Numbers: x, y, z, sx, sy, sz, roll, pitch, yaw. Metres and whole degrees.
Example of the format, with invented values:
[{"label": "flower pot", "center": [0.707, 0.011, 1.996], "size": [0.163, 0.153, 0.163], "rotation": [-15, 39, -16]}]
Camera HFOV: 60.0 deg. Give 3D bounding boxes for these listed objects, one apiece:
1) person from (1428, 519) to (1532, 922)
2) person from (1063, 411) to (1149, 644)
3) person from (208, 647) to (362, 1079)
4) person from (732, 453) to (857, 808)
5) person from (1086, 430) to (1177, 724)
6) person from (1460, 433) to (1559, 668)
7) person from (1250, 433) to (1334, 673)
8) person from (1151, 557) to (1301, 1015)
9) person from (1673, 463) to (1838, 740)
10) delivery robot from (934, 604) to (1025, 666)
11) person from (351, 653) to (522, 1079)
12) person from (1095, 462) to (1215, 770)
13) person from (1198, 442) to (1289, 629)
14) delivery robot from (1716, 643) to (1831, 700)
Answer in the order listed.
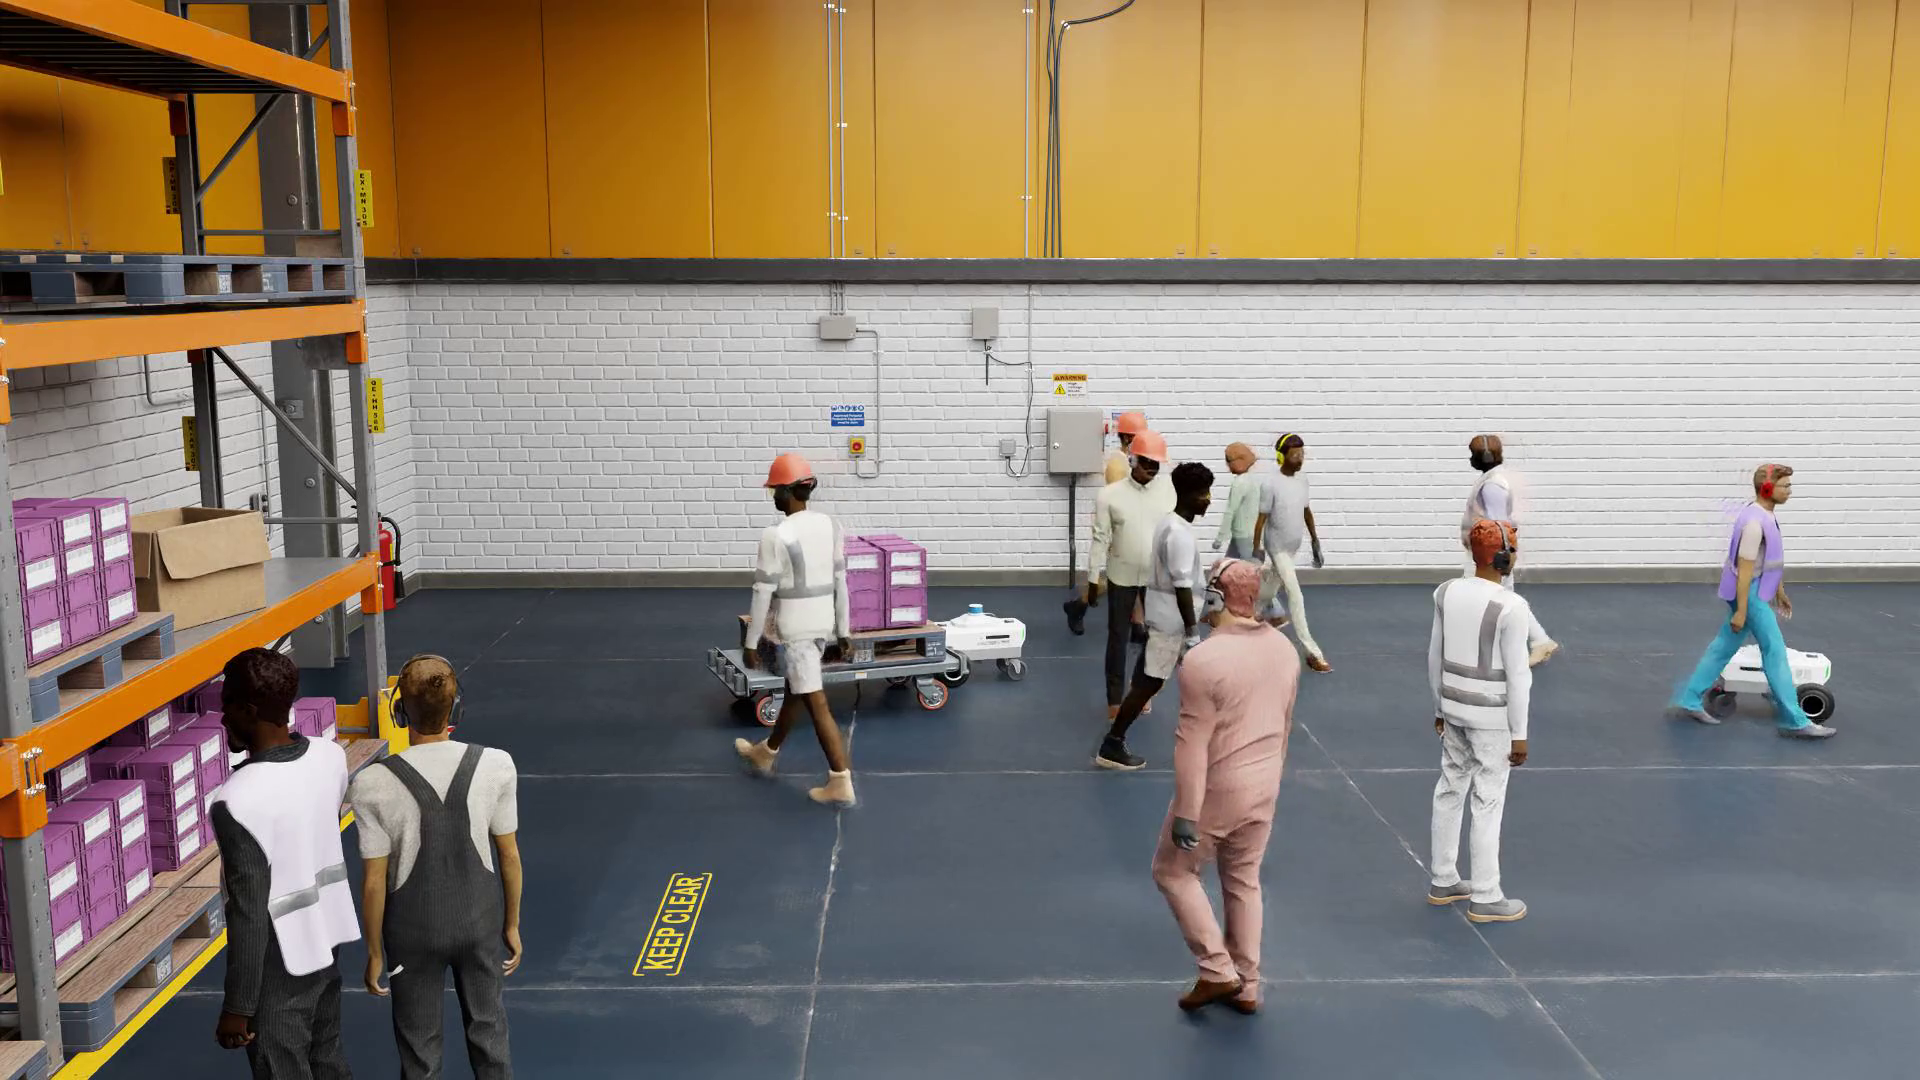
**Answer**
[{"label": "person", "center": [2.435, 0.834, 7.791], "size": [0.349, 1.882, 0.577], "rotation": [-4, 10, -25]}, {"label": "person", "center": [1.264, -0.092, 13.397], "size": [0.748, 1.918, 0.549], "rotation": [4, 10, 23]}, {"label": "person", "center": [-2.036, 1.266, 5.038], "size": [0.392, 1.919, 0.591], "rotation": [1, 9, 5]}, {"label": "person", "center": [-0.973, 0.497, 9.547], "size": [1.078, 1.976, 0.637], "rotation": [6, 11, 35]}, {"label": "person", "center": [1.172, 0.256, 11.037], "size": [0.691, 1.977, 0.425], "rotation": [-1, 9, -3]}, {"label": "person", "center": [4.109, 0.092, 12.622], "size": [0.866, 1.806, 0.659], "rotation": [5, 10, 27]}, {"label": "person", "center": [2.469, 0.070, 12.751], "size": [0.611, 1.810, 1.005], "rotation": [-8, 13, -42]}, {"label": "person", "center": [1.059, 1.004, 6.737], "size": [0.670, 1.883, 0.450], "rotation": [-7, 12, -39]}, {"label": "person", "center": [5.193, 0.384, 10.826], "size": [0.977, 1.791, 0.591], "rotation": [5, 10, 26]}, {"label": "delivery robot", "center": [0.117, 0.717, 12.284], "size": [0.707, 0.478, 0.477], "rotation": [-3, 10, -15]}, {"label": "person", "center": [-1.644, 1.263, 5.282], "size": [0.507, 1.846, 0.345], "rotation": [-5, 11, -29]}, {"label": "person", "center": [1.299, 0.469, 9.993], "size": [1.031, 1.898, 0.630], "rotation": [1, 9, 4]}, {"label": "person", "center": [2.408, -0.032, 13.968], "size": [0.799, 1.597, 0.499], "rotation": [3, 10, 17]}, {"label": "delivery robot", "center": [5.500, 0.877, 11.307], "size": [0.707, 0.478, 0.477], "rotation": [2, 9, 15]}]
